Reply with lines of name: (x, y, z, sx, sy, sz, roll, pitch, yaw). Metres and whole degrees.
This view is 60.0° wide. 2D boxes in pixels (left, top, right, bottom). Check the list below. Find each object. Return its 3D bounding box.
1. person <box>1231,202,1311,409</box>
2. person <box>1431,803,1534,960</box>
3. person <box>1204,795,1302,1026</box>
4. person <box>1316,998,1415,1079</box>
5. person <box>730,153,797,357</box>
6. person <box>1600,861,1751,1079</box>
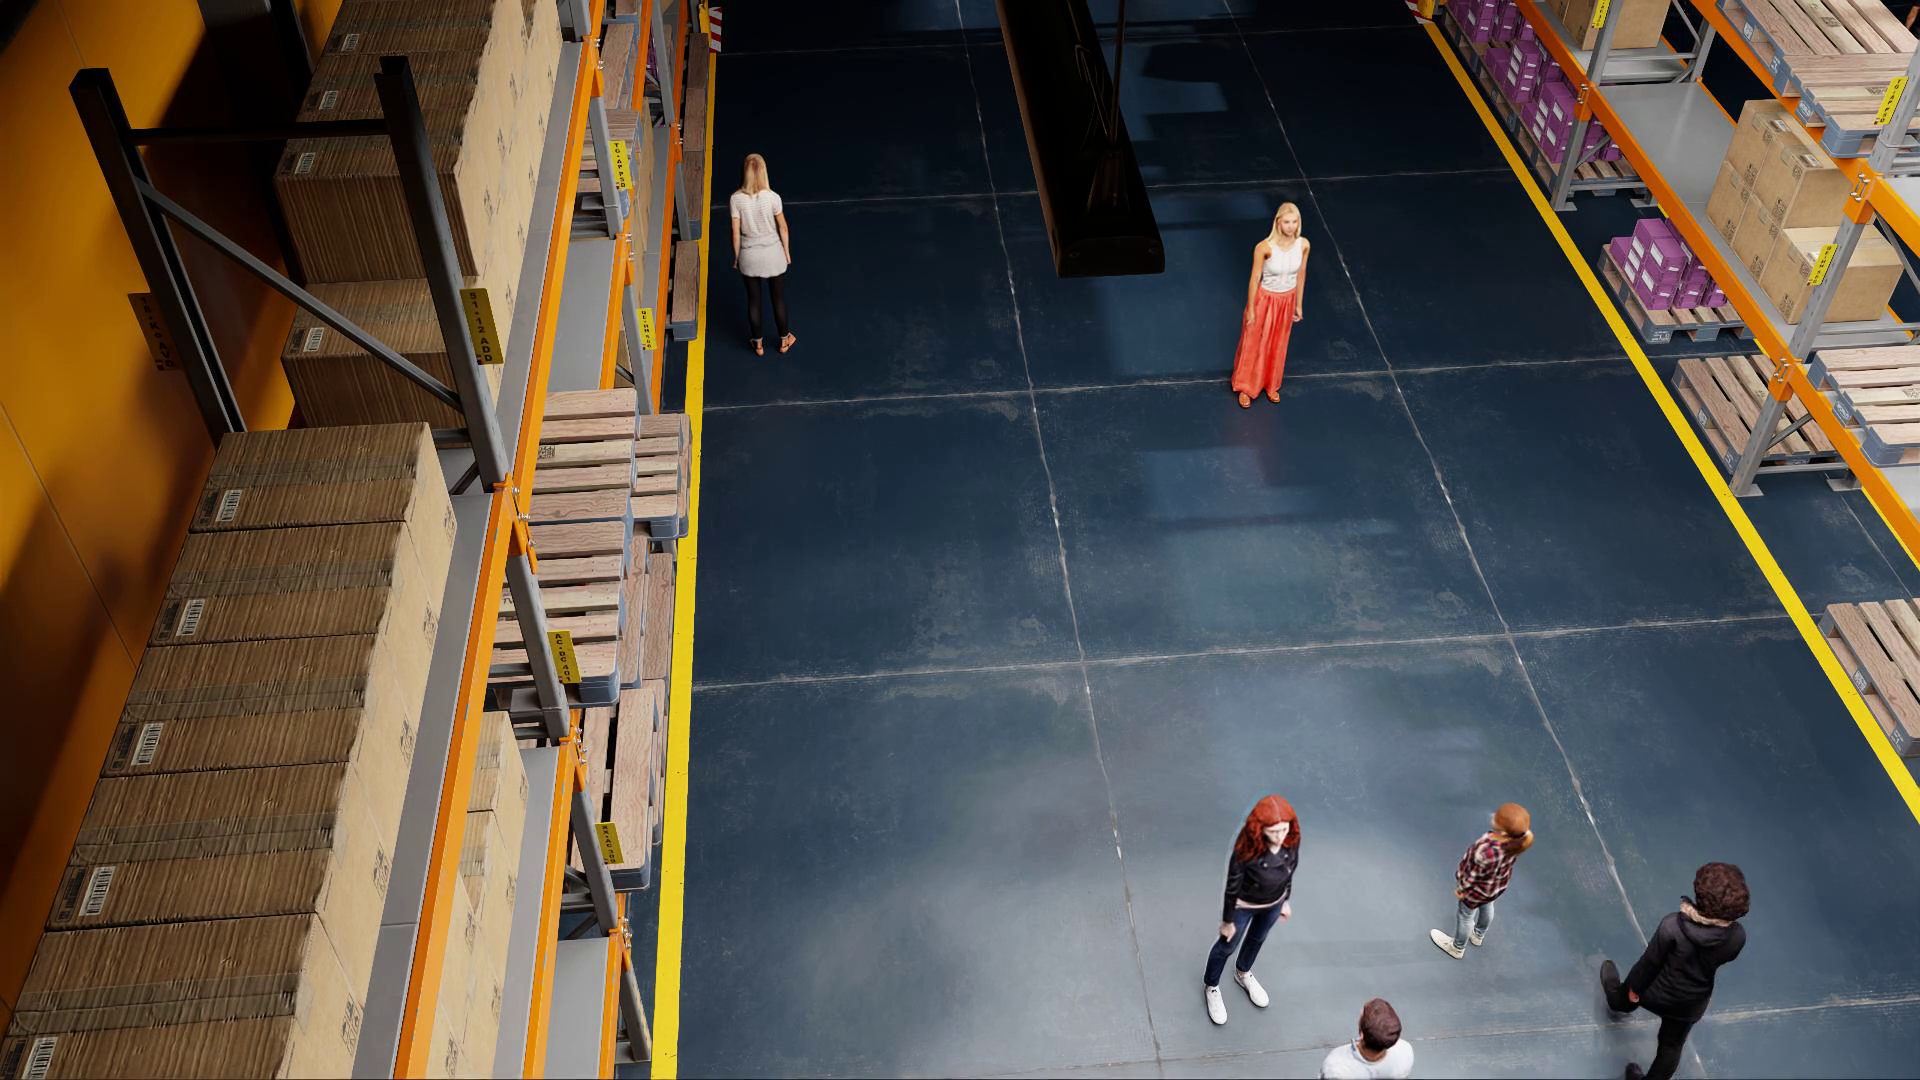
person: (2.429, -1.836, 12.932, 0.656, 1.802, 0.620, -9, 44, -10)
person: (2.960, 1.910, 9.361, 0.614, 1.305, 0.644, -22, 48, -22)
person: (1.586, 1.967, 8.952, 0.632, 1.787, 0.608, -16, 46, -16)
person: (1.885, 2.782, 8.052, 0.701, 1.848, 0.633, -13, 45, -13)
person: (-1.596, -2.277, 13.378, 0.609, 1.826, 0.507, -3, 44, -4)
person: (3.698, 2.368, 8.577, 0.786, 1.724, 1.130, 5, 44, 5)
